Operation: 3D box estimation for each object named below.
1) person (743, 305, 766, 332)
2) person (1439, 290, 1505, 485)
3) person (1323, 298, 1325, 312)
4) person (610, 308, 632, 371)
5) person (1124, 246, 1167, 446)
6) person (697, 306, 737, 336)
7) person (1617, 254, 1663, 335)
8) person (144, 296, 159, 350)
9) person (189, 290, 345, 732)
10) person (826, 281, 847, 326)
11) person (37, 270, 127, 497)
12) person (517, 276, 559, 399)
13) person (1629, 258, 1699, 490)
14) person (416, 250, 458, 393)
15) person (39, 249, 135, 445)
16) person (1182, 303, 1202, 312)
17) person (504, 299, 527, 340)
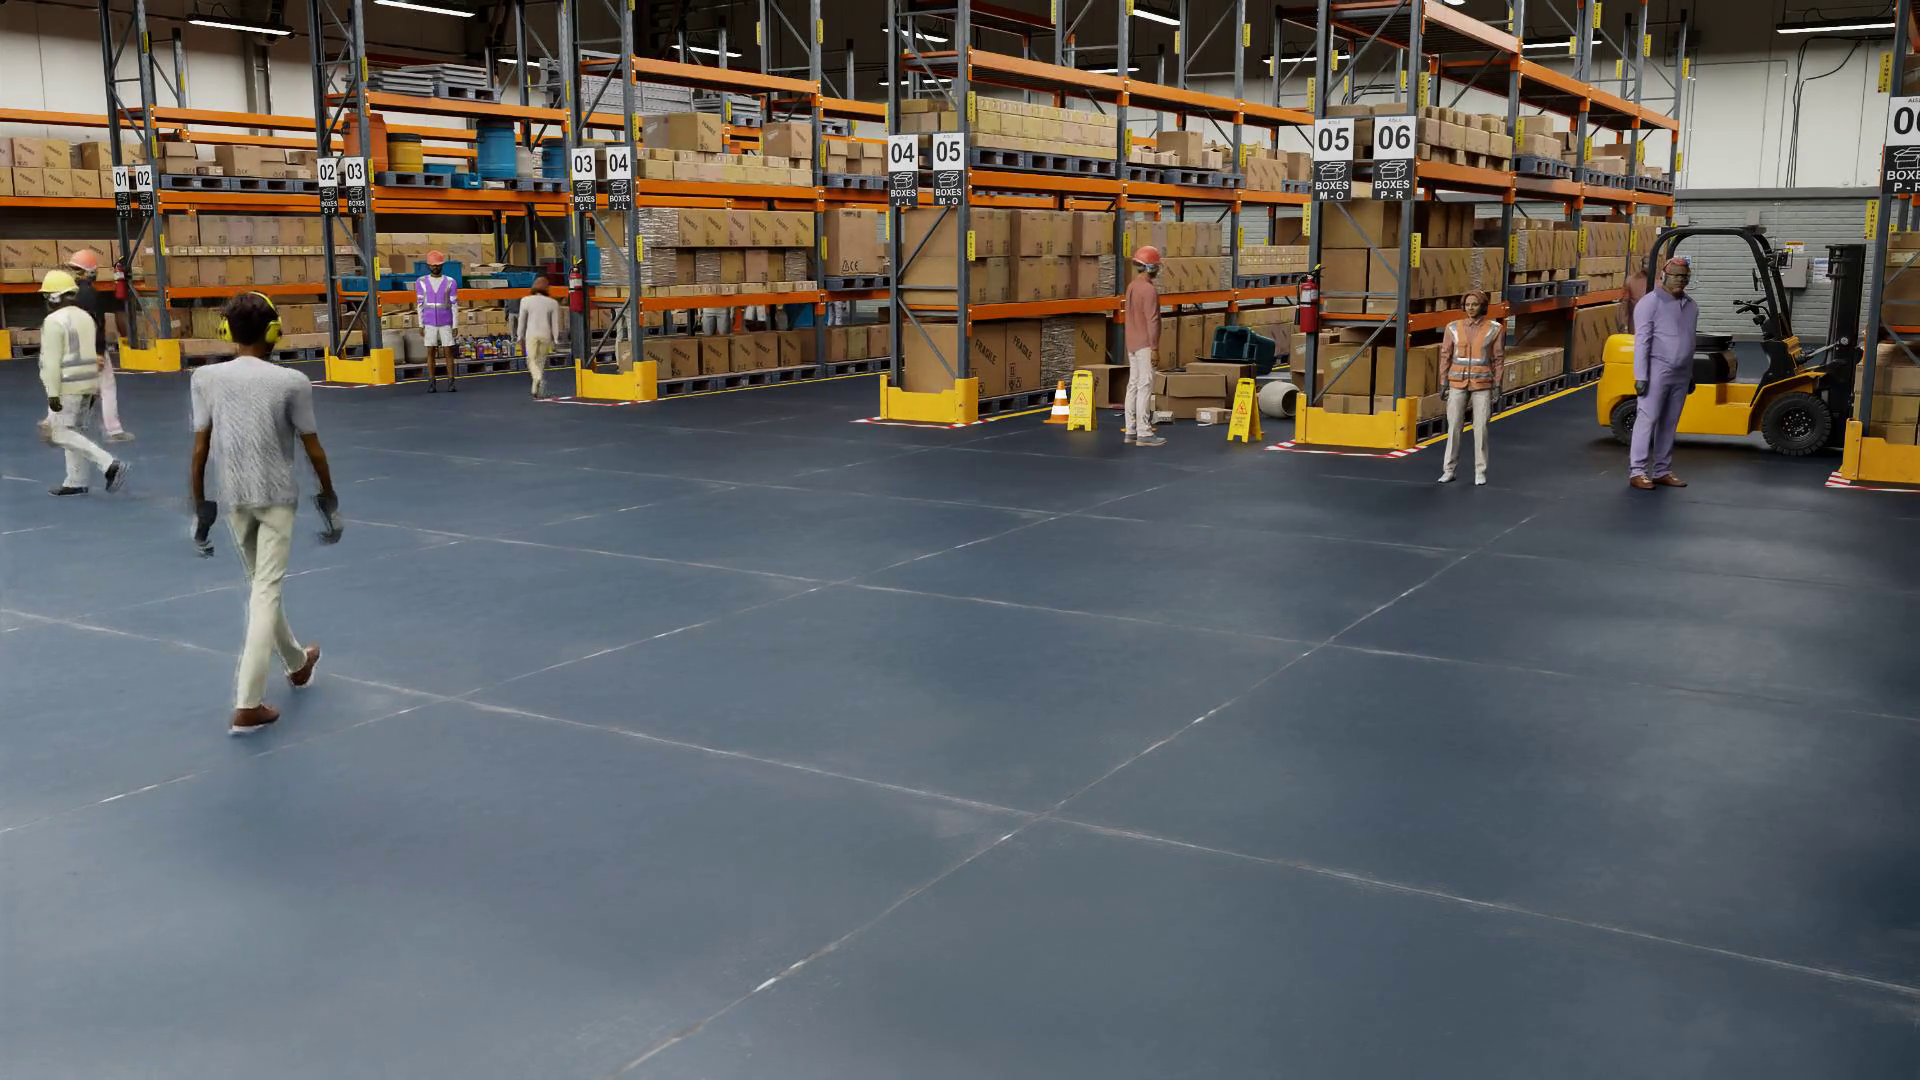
[{"bbox_3d":[-3.536,-4.151,28.975,0.624,2.026,0.420,7,12,33],"label":"person"},{"bbox_3d":[4.299,-1.281,13.988,0.524,1.636,0.310,5,11,25],"label":"person"},{"bbox_3d":[7.490,-4.935,33.668,0.530,1.917,0.559,-8,13,-39],"label":"person"},{"bbox_3d":[-5.310,-3.613,26.395,0.514,1.876,0.328,2,10,11],"label":"person"},{"bbox_3d":[1.860,-1.945,16.715,0.388,1.992,0.622,-3,11,-17],"label":"person"},{"bbox_3d":[-3.697,-3.442,25.298,0.622,1.932,0.369,1,10,4],"label":"person"},{"bbox_3d":[9.484,-3.023,23.121,0.646,1.871,0.925,6,12,30],"label":"person"},{"bbox_3d":[-13.560,-3.768,27.977,0.526,1.617,0.422,7,12,33],"label":"person"},{"bbox_3d":[-2.954,-0.152,7.157,0.558,1.815,0.976,0,10,3],"label":"person"},{"bbox_3d":[-2.366,-4.544,31.663,0.531,1.862,0.338,7,12,35],"label":"person"},{"bbox_3d":[-6.958,-1.216,13.138,0.640,1.818,0.595,0,10,0],"label":"person"},{"bbox_3d":[-5.441,-2.610,21.538,0.545,1.598,0.606,-4,11,-23],"label":"person"},{"bbox_3d":[5.842,-1.367,13.730,0.649,1.904,0.401,-5,11,-25],"label":"person"},{"bbox_3d":[-7.085,-2.955,22.578,0.540,1.930,0.384,-2,10,-11],"label":"person"},{"bbox_3d":[-8.798,-1.916,16.630,0.609,1.971,0.880,4,11,22],"label":"person"},{"bbox_3d":[3.914,-3.885,28.610,0.513,1.630,0.318,3,11,17],"label":"person"},{"bbox_3d":[-7.559,-3.849,28.384,0.499,1.634,0.278,4,11,23],"label":"person"}]
